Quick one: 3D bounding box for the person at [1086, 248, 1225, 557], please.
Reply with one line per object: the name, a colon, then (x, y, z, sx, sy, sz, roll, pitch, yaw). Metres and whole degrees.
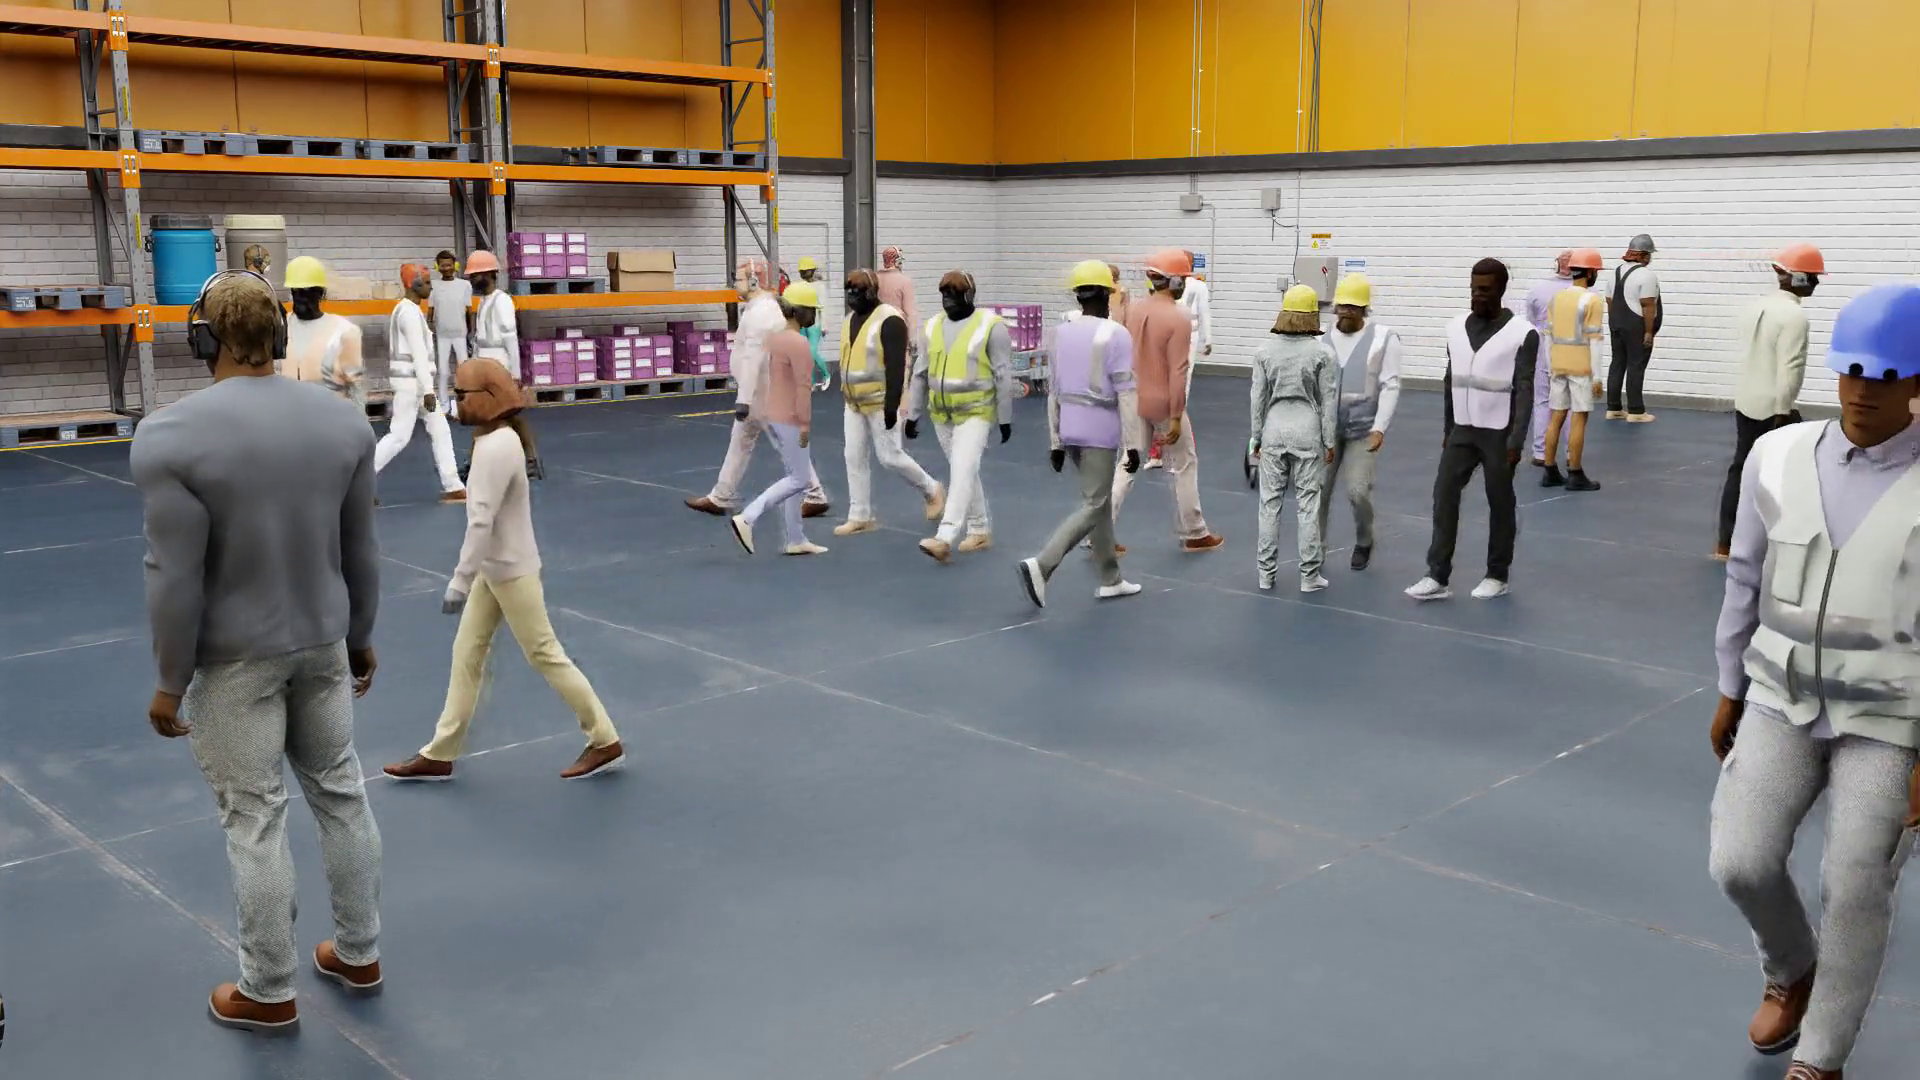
person: (1.218, -0.852, 10.456, 1.008, 1.954, 0.617, -7, 13, -34)

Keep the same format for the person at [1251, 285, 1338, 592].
person: (1.909, -0.578, 9.507, 0.492, 1.742, 0.318, 5, 11, 24)

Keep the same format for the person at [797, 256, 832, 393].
person: (-1.924, -2.728, 21.219, 0.539, 1.758, 0.388, 9, 14, 40)

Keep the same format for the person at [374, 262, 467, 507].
person: (-4.141, -1.152, 12.411, 0.985, 1.840, 0.563, -3, 11, -13)

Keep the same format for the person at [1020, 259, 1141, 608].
person: (0.659, -0.571, 9.058, 0.830, 1.893, 0.613, -8, 13, -37)

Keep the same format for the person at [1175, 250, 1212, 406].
person: (2.370, -2.118, 17.568, 0.595, 1.870, 0.511, 6, 12, 29)

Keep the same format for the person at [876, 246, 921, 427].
person: (-0.696, -2.148, 17.623, 0.641, 1.908, 0.407, 7, 13, 35)

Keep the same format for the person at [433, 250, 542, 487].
person: (-3.861, -1.377, 13.442, 0.946, 1.889, 0.576, -6, 12, -29)

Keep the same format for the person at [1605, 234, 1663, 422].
person: (7.388, -2.315, 18.167, 0.536, 2.000, 0.684, -3, 11, -15)

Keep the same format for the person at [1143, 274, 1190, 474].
person: (1.740, -1.437, 14.191, 0.378, 1.747, 0.532, -9, 14, -40)

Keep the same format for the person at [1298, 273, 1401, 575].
person: (2.287, -0.671, 9.832, 0.609, 1.805, 0.481, 5, 12, 27)

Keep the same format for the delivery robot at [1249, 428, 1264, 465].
delivery robot: (2.568, -0.780, 13.597, 0.477, 0.478, 0.707, 3, 11, 15)

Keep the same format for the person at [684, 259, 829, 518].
person: (-1.435, -1.061, 11.866, 1.056, 1.854, 0.657, -1, 10, -3)

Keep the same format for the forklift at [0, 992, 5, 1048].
forklift: (-3.245, 0.323, 3.363, 2.313, 2.155, 1.214, 2, 11, 13)

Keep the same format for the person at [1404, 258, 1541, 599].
person: (2.804, -0.579, 9.098, 0.846, 1.886, 0.625, -8, 13, -37)

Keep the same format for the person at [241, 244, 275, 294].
person: (-6.804, -1.892, 16.157, 0.628, 1.935, 0.373, 8, 13, 38)

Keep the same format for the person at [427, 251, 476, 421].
person: (-5.494, -2.186, 17.977, 0.541, 1.861, 0.328, -2, 11, -11)

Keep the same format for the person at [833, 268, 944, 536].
person: (-0.505, -0.941, 11.308, 0.762, 1.814, 0.639, -9, 13, -39)

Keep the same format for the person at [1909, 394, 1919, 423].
person: (6.312, -0.877, 10.692, 0.403, 1.906, 0.651, -3, 11, -18)

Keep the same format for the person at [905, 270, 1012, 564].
person: (-0.064, -0.766, 10.372, 0.660, 1.795, 0.934, 8, 13, 36)

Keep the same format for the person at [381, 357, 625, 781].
person: (-1.677, 0.123, 6.119, 0.876, 1.586, 0.513, -3, 11, -18)

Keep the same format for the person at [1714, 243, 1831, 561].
person: (5.054, -0.818, 10.197, 0.730, 1.961, 0.638, 0, 10, -3)

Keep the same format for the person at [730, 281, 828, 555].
person: (-1.135, -0.738, 10.380, 0.612, 1.740, 0.539, -4, 11, -22)

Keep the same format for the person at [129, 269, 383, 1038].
person: (-1.757, 0.290, 4.238, 0.356, 1.938, 0.633, 7, 13, 35)

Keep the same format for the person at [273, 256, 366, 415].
person: (-3.757, -0.718, 9.823, 0.588, 1.908, 0.765, 2, 11, 10)

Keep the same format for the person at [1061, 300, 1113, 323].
person: (1.119, -1.488, 14.853, 0.574, 1.602, 0.706, 5, 12, 27)

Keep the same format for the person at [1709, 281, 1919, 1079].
person: (1.982, 0.388, 3.739, 0.485, 1.927, 0.609, -8, 13, -38)

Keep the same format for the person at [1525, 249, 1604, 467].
person: (5.244, -1.586, 14.563, 0.686, 1.905, 0.405, 3, 11, 17)

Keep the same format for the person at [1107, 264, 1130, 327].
person: (2.060, -2.953, 22.782, 0.518, 1.625, 0.363, 0, 10, 2)

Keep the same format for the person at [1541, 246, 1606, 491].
person: (4.918, -1.360, 13.251, 0.378, 1.933, 0.551, -5, 11, -24)
